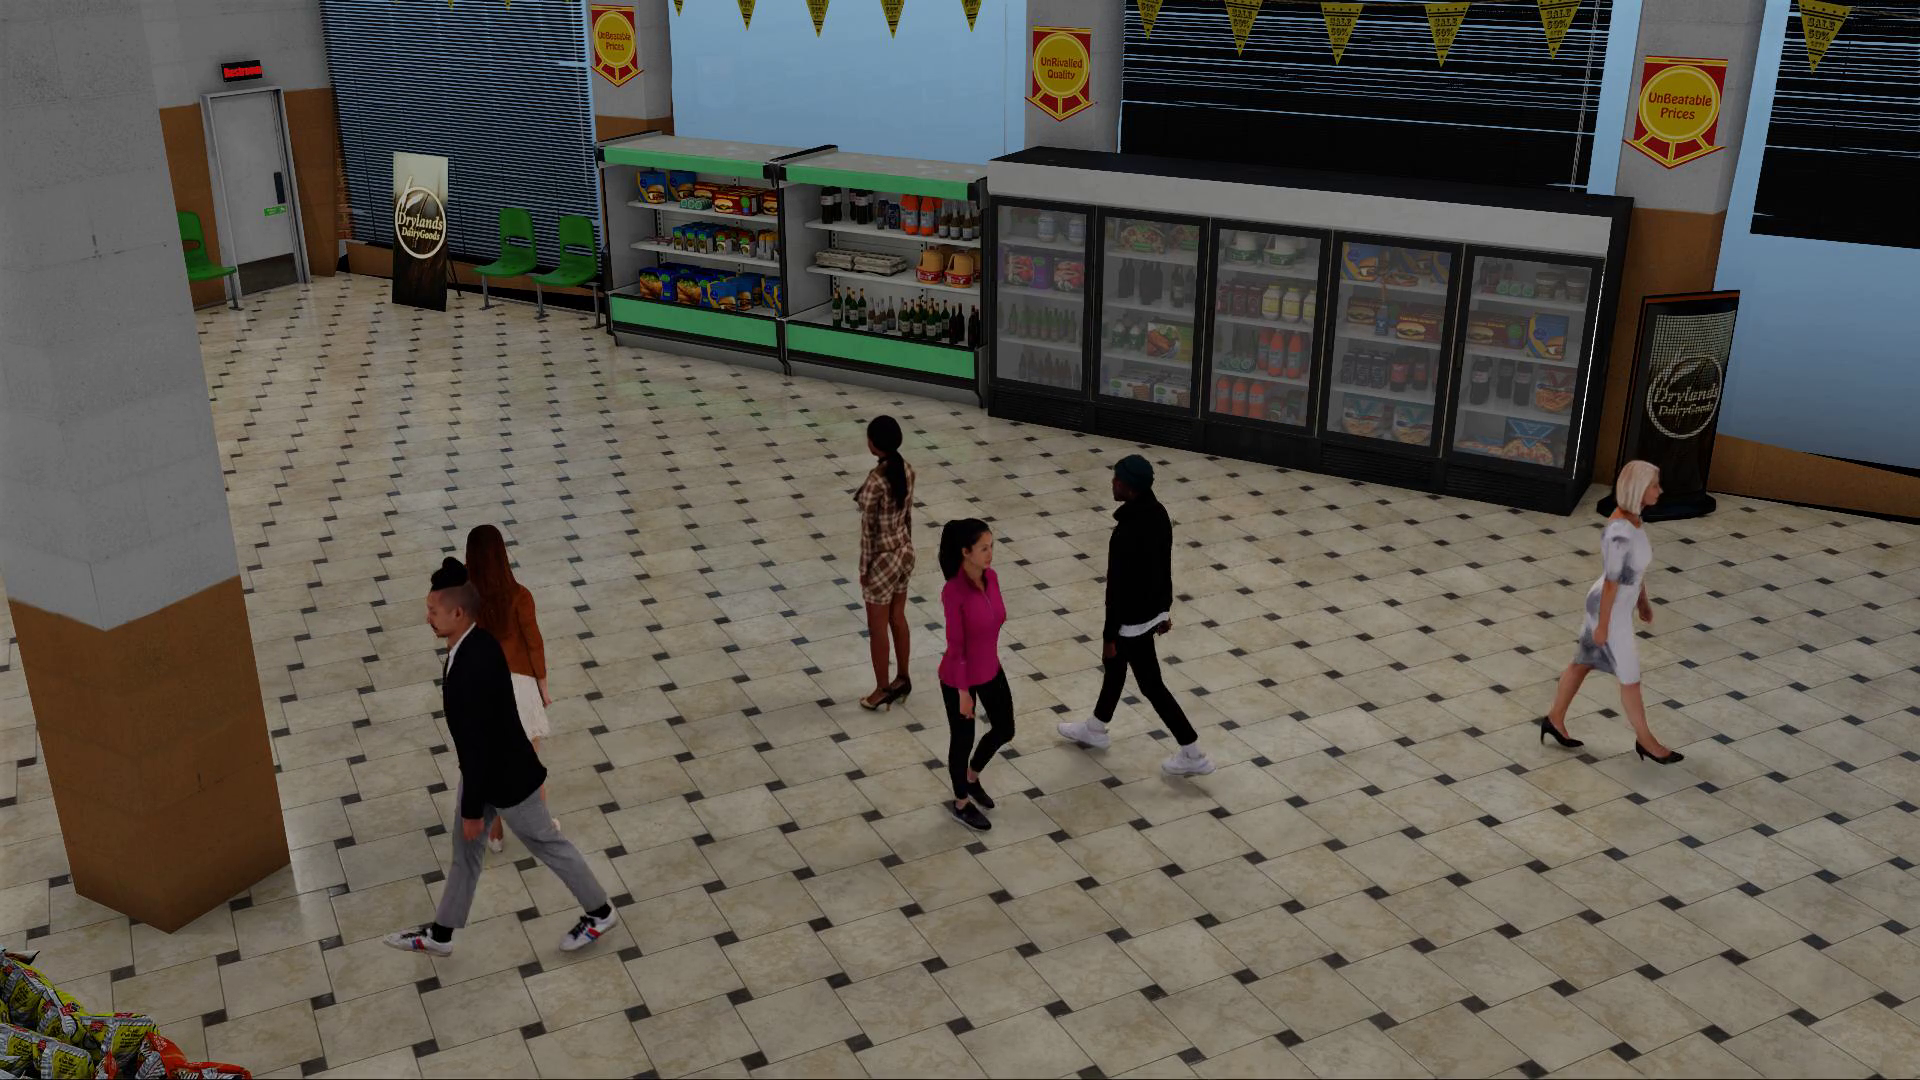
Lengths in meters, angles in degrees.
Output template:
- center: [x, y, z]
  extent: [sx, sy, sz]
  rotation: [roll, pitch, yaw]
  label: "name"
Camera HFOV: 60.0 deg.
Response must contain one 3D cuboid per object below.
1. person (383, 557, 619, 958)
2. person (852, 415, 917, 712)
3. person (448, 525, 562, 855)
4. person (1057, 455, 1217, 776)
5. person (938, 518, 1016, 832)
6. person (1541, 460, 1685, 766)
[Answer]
- center: [-1.931, 0.996, 7.291]
  extent: [1.329, 1.895, 1.338]
  rotation: [-10, 24, -23]
  label: "person"
- center: [-0.412, 0.149, 9.535]
  extent: [0.565, 1.793, 0.590]
  rotation: [15, 26, 32]
  label: "person"
- center: [-2.249, 0.741, 8.157]
  extent: [0.685, 1.723, 0.767]
  rotation: [-3, 22, -6]
  label: "person"
- center: [1.035, 0.445, 8.824]
  extent: [1.197, 1.774, 0.696]
  rotation: [12, 25, 28]
  label: "person"
- center: [-0.017, 0.671, 8.376]
  extent: [0.643, 1.689, 0.636]
  rotation: [17, 28, 36]
  label: "person"
- center: [3.449, 0.390, 9.040]
  extent: [0.990, 1.715, 0.643]
  rotation: [9, 24, 22]
  label: "person"
